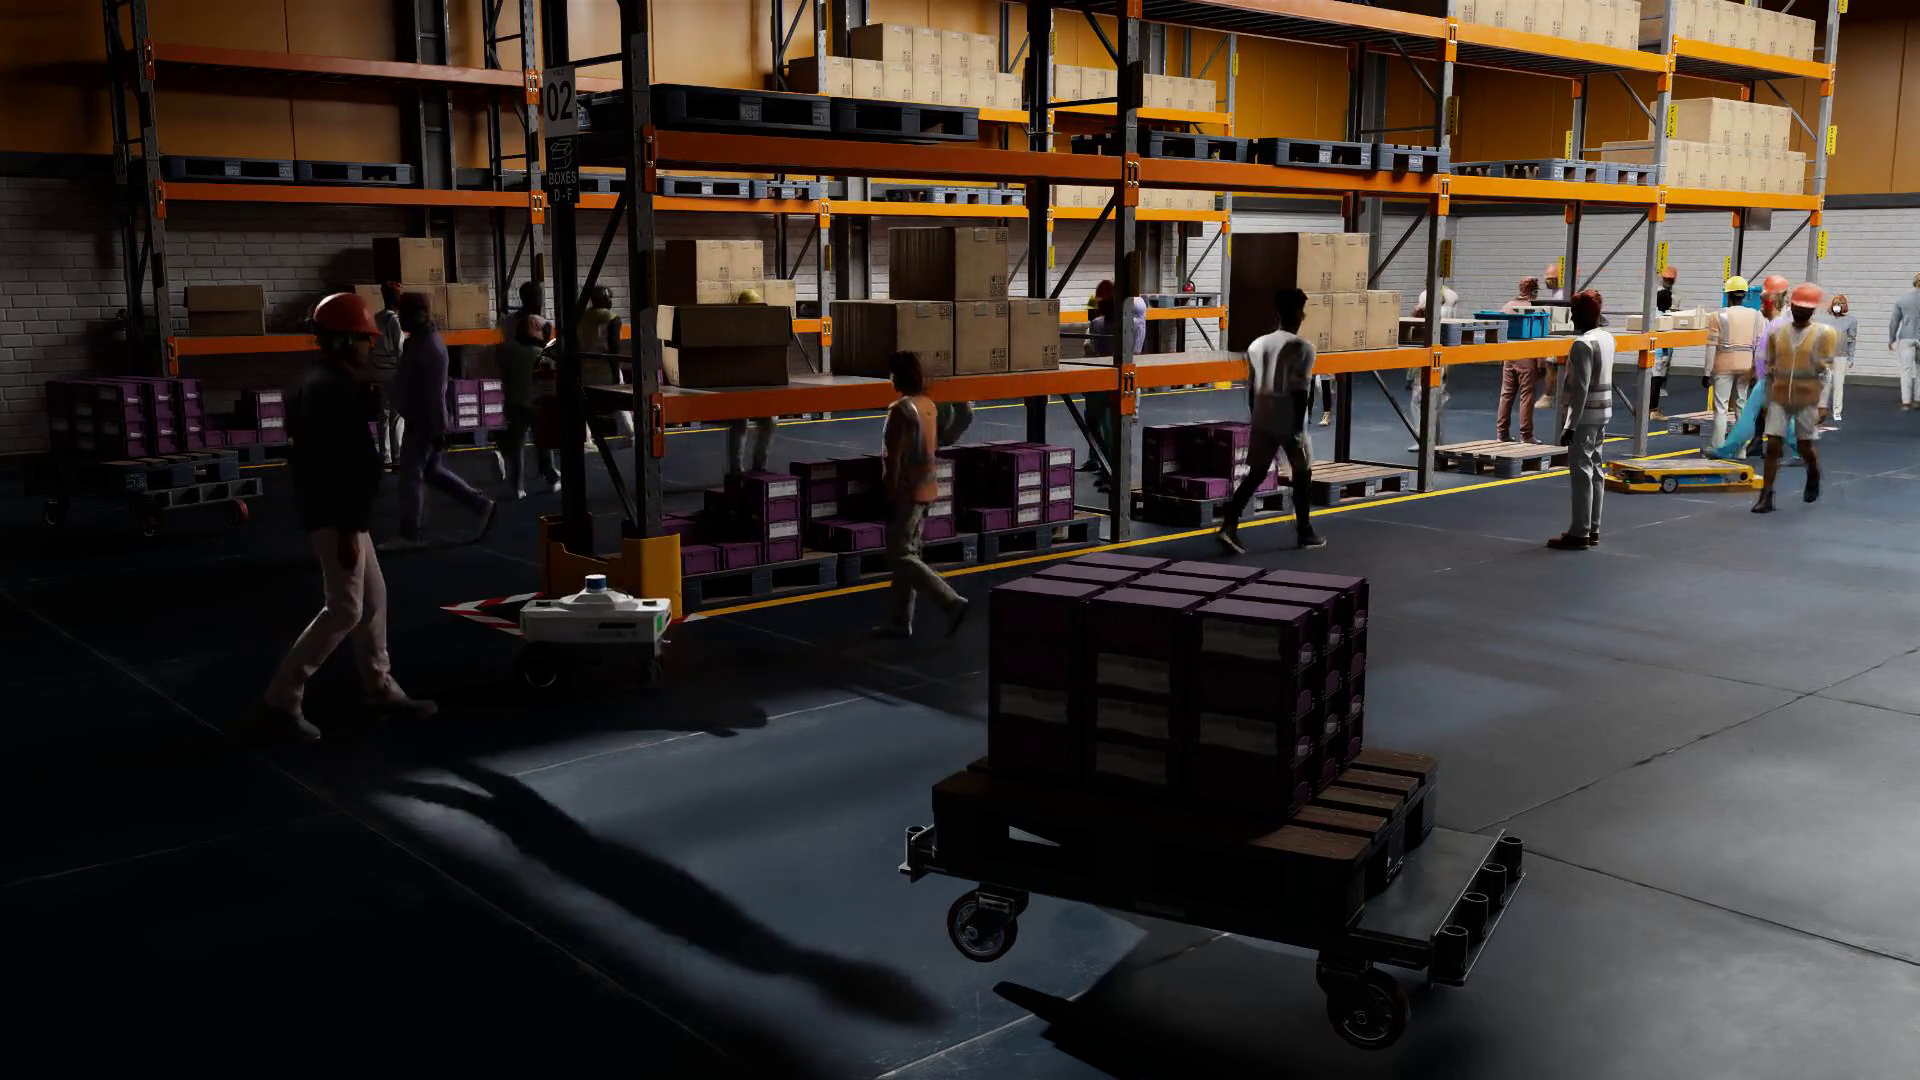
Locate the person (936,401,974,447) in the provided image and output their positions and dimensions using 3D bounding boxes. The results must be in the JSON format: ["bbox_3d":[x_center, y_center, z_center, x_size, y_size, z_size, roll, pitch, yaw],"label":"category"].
[{"bbox_3d":[-0.120,-1.597,16.515,0.414,1.819,0.624,-5,11,-26],"label":"person"}]

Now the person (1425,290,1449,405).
[{"bbox_3d":[6.574,-2.682,23.127,0.354,1.728,0.511,-1,10,-5],"label":"person"}]

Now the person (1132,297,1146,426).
[{"bbox_3d":[2.063,-2.400,20.890,0.364,1.939,0.636,-7,12,-35],"label":"person"}]

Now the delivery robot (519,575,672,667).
[{"bbox_3d":[-1.782,0.415,8.181,0.707,0.478,0.477,0,10,-2],"label":"delivery robot"}]

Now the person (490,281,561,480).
[{"bbox_3d":[-4.092,-1.487,15.674,0.598,1.892,0.769,6,11,30],"label":"person"}]

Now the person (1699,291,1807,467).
[{"bbox_3d":[8.127,-1.620,16.814,1.025,1.775,0.558,6,11,30],"label":"person"}]

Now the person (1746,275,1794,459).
[{"bbox_3d":[8.511,-1.809,17.463,0.370,1.928,0.543,-4,11,-24],"label":"person"}]

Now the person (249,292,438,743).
[{"bbox_3d":[-2.762,-0.098,7.326,0.795,1.970,0.636,-5,11,-26],"label":"person"}]

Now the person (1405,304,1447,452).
[{"bbox_3d":[5.118,-1.764,18.146,0.616,1.609,0.327,-7,12,-34],"label":"person"}]

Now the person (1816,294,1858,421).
[{"bbox_3d":[11.310,-2.360,21.543,0.499,1.634,0.279,6,11,31],"label":"person"}]

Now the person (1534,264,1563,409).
[{"bbox_3d":[8.410,-2.815,23.105,0.848,2.016,0.621,2,10,11],"label":"person"}]

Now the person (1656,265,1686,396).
[{"bbox_3d":[10.654,-3.158,25.191,0.618,1.980,0.428,0,10,-1],"label":"person"}]

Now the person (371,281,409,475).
[{"bbox_3d":[-5.537,-1.581,16.249,0.337,1.883,0.584,-9,13,-42],"label":"person"}]

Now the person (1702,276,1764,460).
[{"bbox_3d":[8.039,-1.782,17.345,0.589,1.919,0.397,-1,10,-6],"label":"person"}]

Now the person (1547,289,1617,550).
[{"bbox_3d":[4.528,-0.868,12.074,0.356,1.887,0.573,8,13,39],"label":"person"}]

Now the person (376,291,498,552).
[{"bbox_3d":[-3.843,-0.869,12.112,0.819,1.877,0.645,-4,10,-20],"label":"person"}]

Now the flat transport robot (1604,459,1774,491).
[{"bbox_3d":[6.617,-0.604,15.247,1.431,0.197,0.652,-2,10,-10],"label":"flat transport robot"}]

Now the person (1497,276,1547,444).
[{"bbox_3d":[6.393,-2.027,18.844,0.395,1.899,0.639,-6,11,-32],"label":"person"}]

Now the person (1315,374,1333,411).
[{"bbox_3d":[4.649,-2.656,22.271,0.622,1.978,0.717,-6,12,-33],"label":"person"}]

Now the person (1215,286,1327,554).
[{"bbox_3d":[2.232,-0.845,11.866,0.993,1.924,0.609,-8,13,-40],"label":"person"}]

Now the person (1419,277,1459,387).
[{"bbox_3d":[7.388,-3.219,25.826,0.649,1.896,0.400,-1,10,-7],"label":"person"}]

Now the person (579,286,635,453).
[{"bbox_3d":[-3.853,-1.864,18.159,0.657,1.792,0.944,6,11,30],"label":"person"}]

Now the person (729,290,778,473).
[{"bbox_3d":[-1.945,-1.425,15.545,0.576,1.807,0.619,-9,13,-42],"label":"person"}]

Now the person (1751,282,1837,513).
[{"bbox_3d":[6.962,-1.178,13.800,0.561,1.920,0.708,10,14,44],"label":"person"}]

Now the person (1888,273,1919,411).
[{"bbox_3d":[13.281,-2.768,23.133,0.651,1.898,0.915,5,11,27],"label":"person"}]

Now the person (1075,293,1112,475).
[{"bbox_3d":[1.344,-1.519,16.235,0.308,1.769,0.525,-6,11,-30],"label":"person"}]

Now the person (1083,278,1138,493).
[{"bbox_3d":[1.342,-1.373,14.921,0.541,1.922,0.412,9,13,41],"label":"person"}]

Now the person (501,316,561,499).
[{"bbox_3d":[-3.809,-1.182,14.757,0.506,1.596,0.740,0,10,3],"label":"person"}]

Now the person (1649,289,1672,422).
[{"bbox_3d":[9.033,-2.381,21.487,0.318,1.697,0.534,1,10,5],"label":"person"}]

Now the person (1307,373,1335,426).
[{"bbox_3d":[4.490,-2.275,20.856,0.535,1.700,0.318,8,12,39],"label":"person"}]

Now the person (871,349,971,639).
[{"bbox_3d":[-0.230,-0.233,9.132,0.560,1.621,0.525,3,10,20],"label":"person"}]
